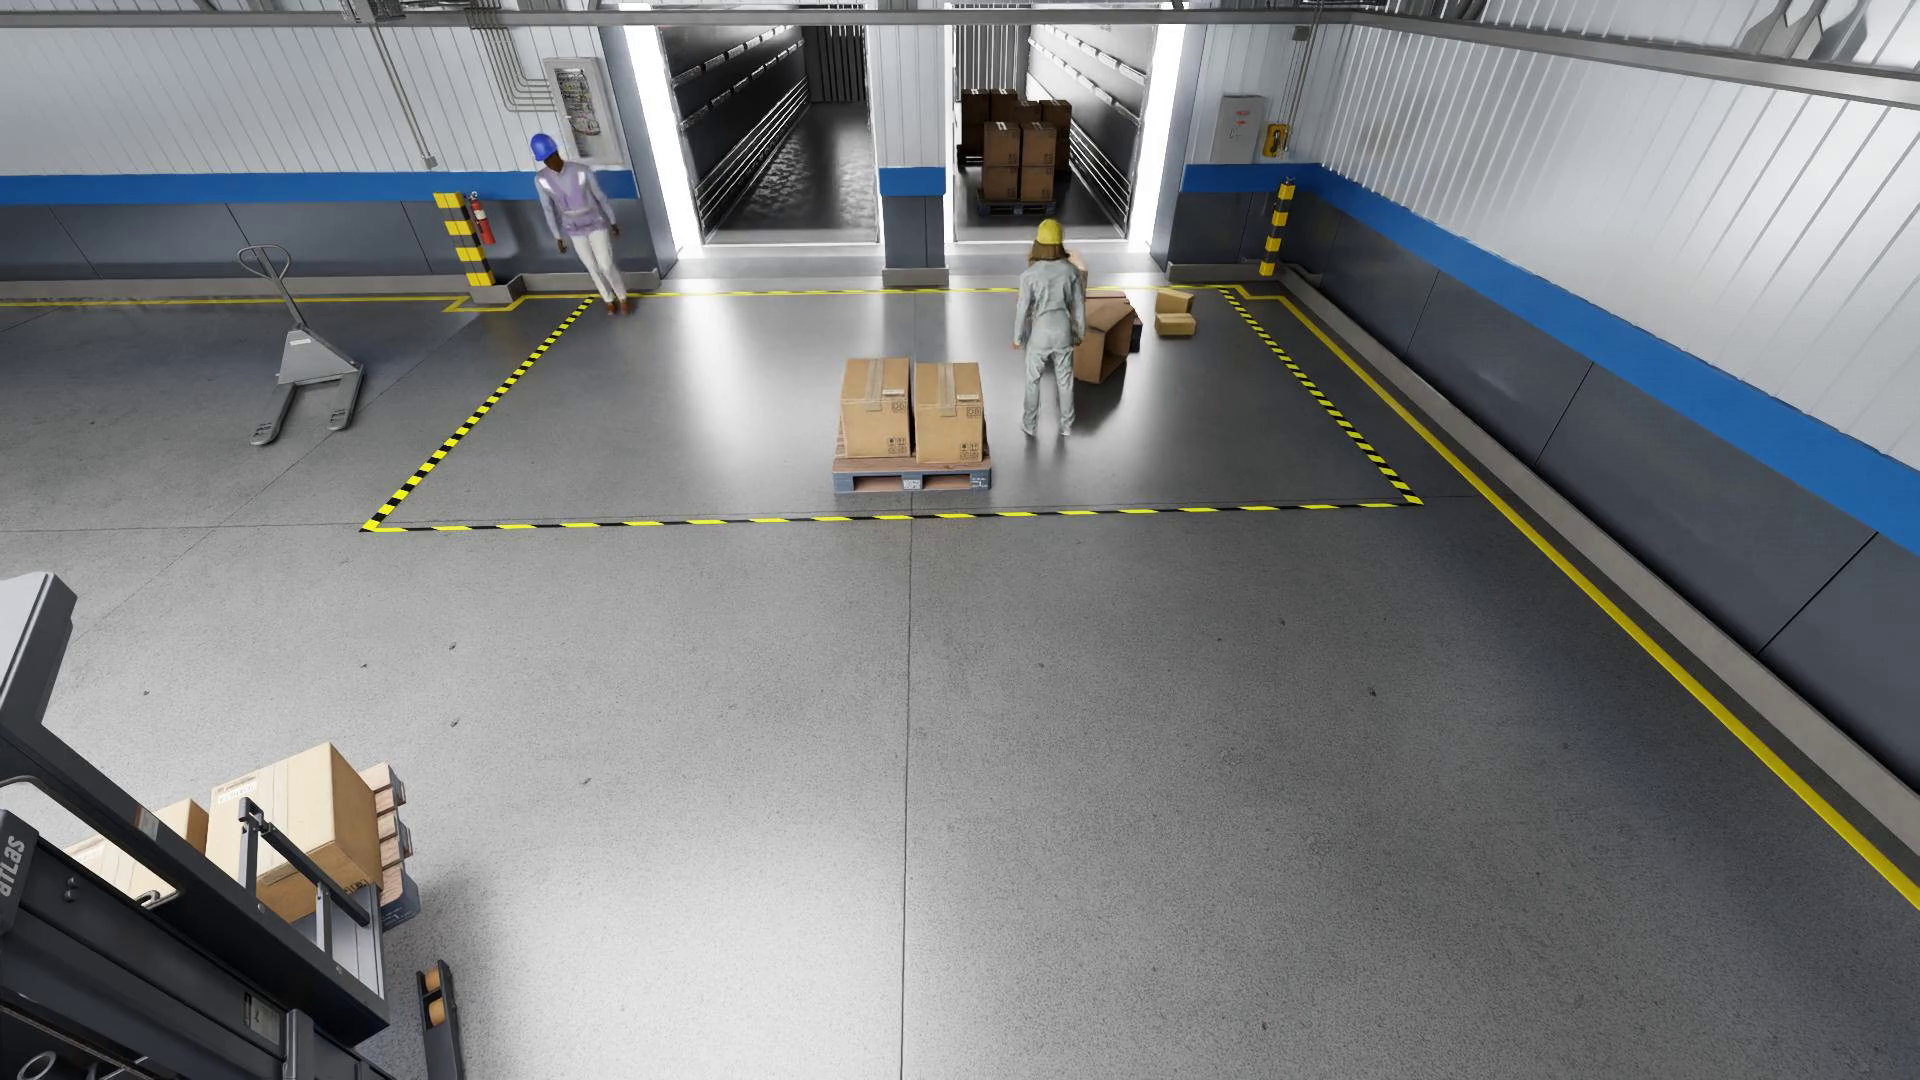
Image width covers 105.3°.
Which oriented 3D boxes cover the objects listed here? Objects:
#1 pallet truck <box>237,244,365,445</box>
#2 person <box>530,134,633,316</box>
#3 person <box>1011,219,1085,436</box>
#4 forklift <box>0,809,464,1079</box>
[{"bbox_3d":[-5.915,-1.733,6.366,0.680,1.201,1.601,-18,42,-21],"label":"pallet truck"},{"bbox_3d":[-3.997,-3.282,7.794,0.637,1.893,0.593,-6,39,-7],"label":"person"},{"bbox_3d":[0.714,-1.646,5.890,0.577,1.730,0.420,-6,39,-8],"label":"person"},{"bbox_3d":[-1.870,1.524,1.616,0.716,2.013,0.776,-24,44,-27],"label":"forklift"}]
